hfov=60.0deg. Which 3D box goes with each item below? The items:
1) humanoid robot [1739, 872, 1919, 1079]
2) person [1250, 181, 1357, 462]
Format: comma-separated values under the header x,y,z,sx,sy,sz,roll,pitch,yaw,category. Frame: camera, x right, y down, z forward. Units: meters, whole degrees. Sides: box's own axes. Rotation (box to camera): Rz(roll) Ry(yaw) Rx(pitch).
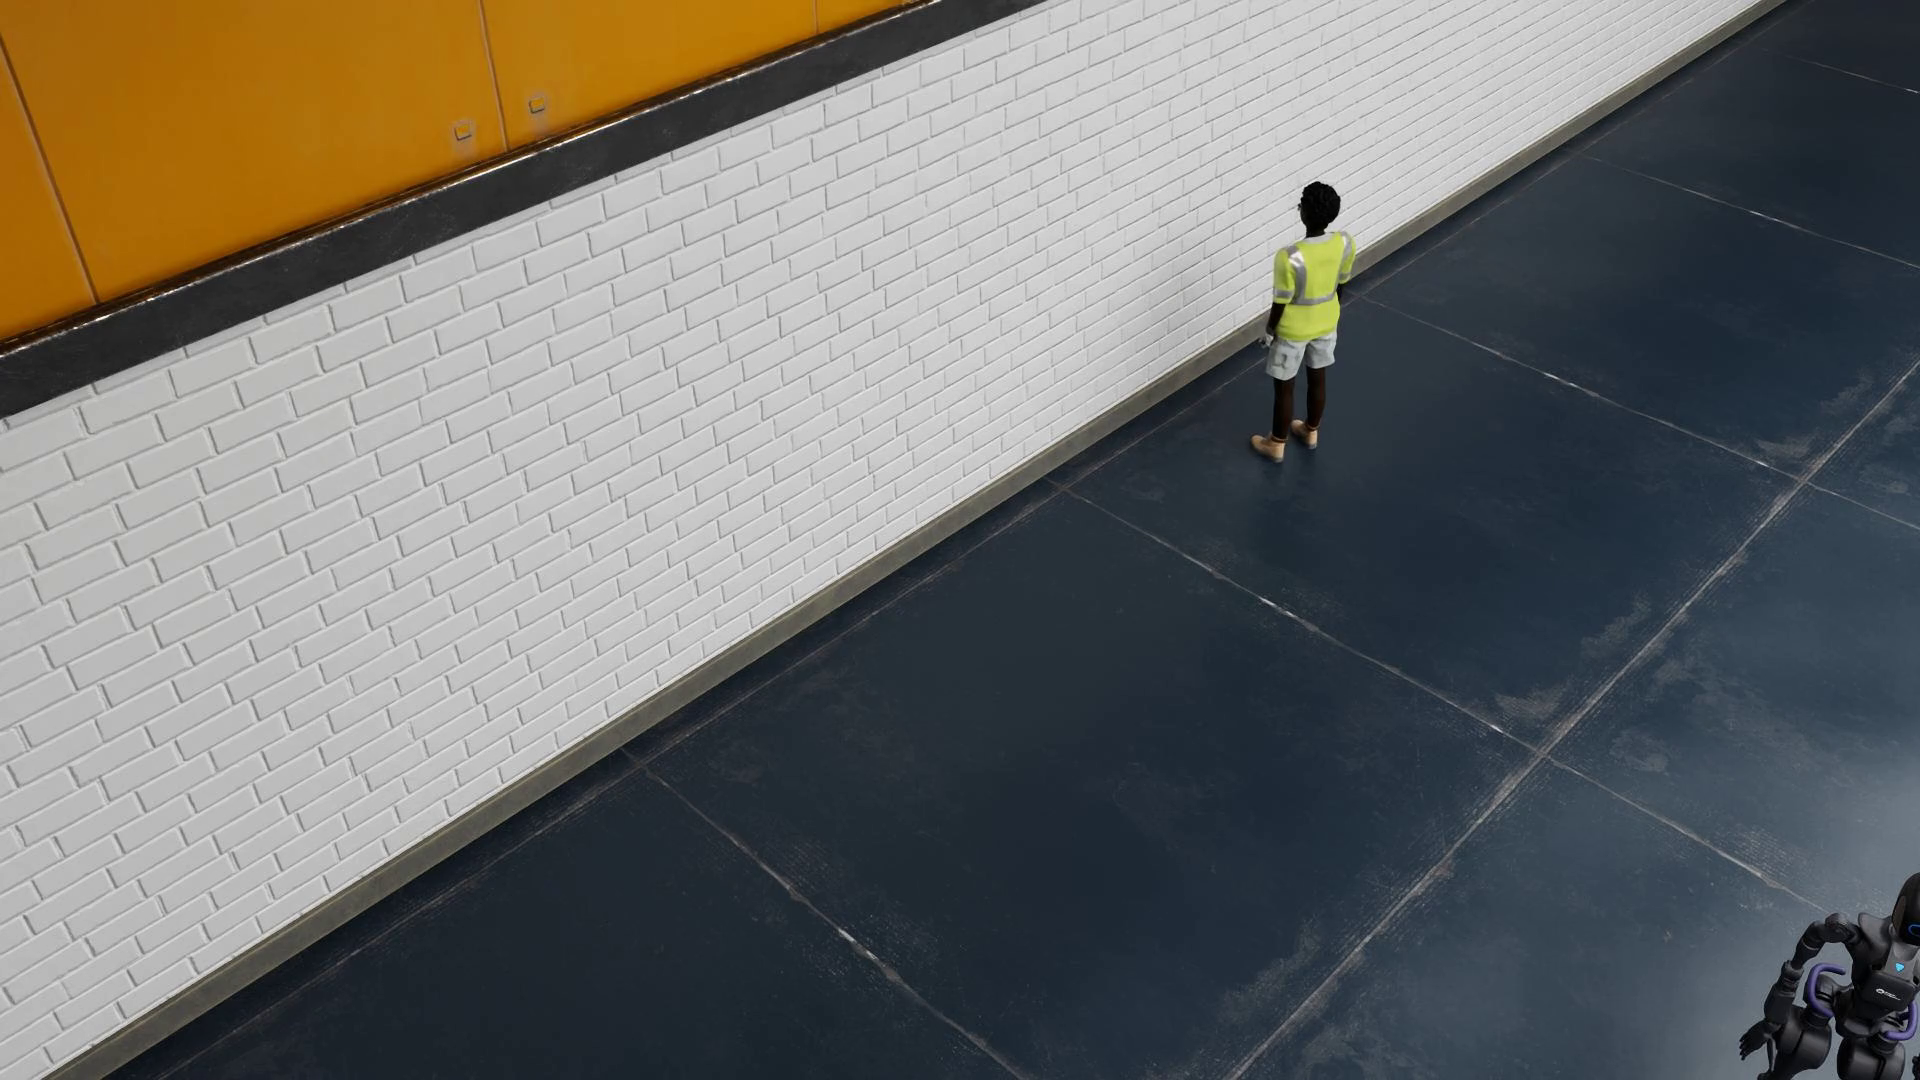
x,y,z,sx,sy,sz,roll,pitch,yaw,category
3.020,1.701,5.654,0.599,1.657,0.315,17,42,20,humanoid robot
1.909,-1.204,9.279,0.531,1.697,0.320,-18,42,-21,person
